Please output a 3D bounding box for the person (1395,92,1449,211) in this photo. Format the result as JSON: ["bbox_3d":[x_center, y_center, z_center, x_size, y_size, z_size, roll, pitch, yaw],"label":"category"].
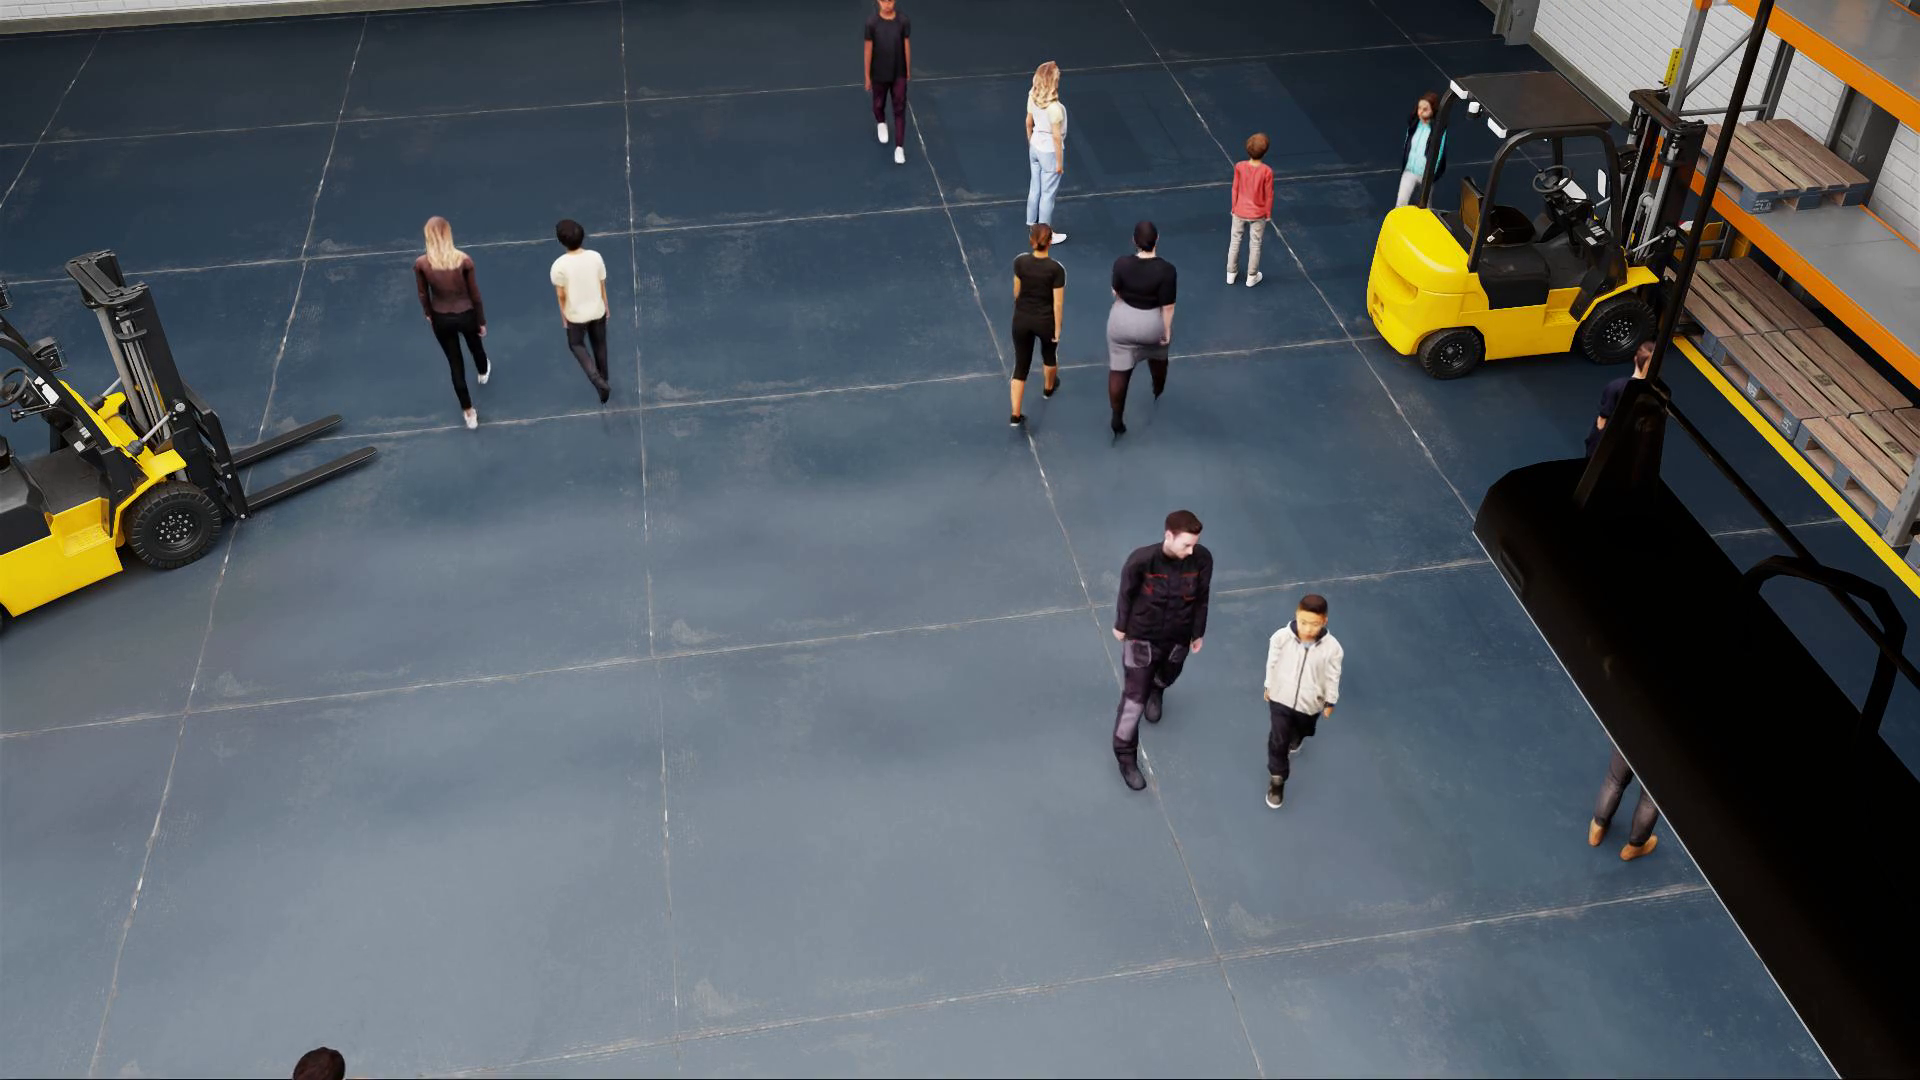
[{"bbox_3d":[4.219,-3.346,15.057,1.000,1.449,1.001,29,47,31],"label":"person"}]

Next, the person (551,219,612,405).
[{"bbox_3d":[-2.897,-1.731,12.933,0.760,1.576,0.876,-21,43,-24],"label":"person"}]

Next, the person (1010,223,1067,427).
[{"bbox_3d":[0.553,-1.629,12.756,0.942,1.637,1.157,13,40,15],"label":"person"}]

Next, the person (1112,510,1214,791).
[{"bbox_3d":[1.181,0.510,9.894,0.731,1.867,1.094,-5,39,-6],"label":"person"}]

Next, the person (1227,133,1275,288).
[{"bbox_3d":[2.530,-2.879,14.498,0.600,1.417,0.634,15,41,18],"label":"person"}]

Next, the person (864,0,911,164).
[{"bbox_3d":[-0.723,-4.696,16.512,0.643,1.742,1.147,-5,39,-6],"label":"person"}]

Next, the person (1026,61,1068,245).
[{"bbox_3d":[0.771,-3.488,15.015,0.768,1.723,0.633,-24,44,-27],"label":"person"}]

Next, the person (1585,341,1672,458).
[{"bbox_3d":[4.570,-0.638,11.479,0.701,1.683,0.681,7,39,8],"label":"person"}]

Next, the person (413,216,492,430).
[{"bbox_3d":[-3.865,-1.615,12.720,0.629,1.661,1.041,-8,39,-9],"label":"person"}]

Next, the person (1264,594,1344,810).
[{"bbox_3d":[1.999,0.868,9.789,0.813,1.438,0.992,9,39,11],"label":"person"}]

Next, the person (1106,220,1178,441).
[{"bbox_3d":[1.311,-1.552,12.599,0.933,1.714,1.154,13,40,16],"label":"person"}]
